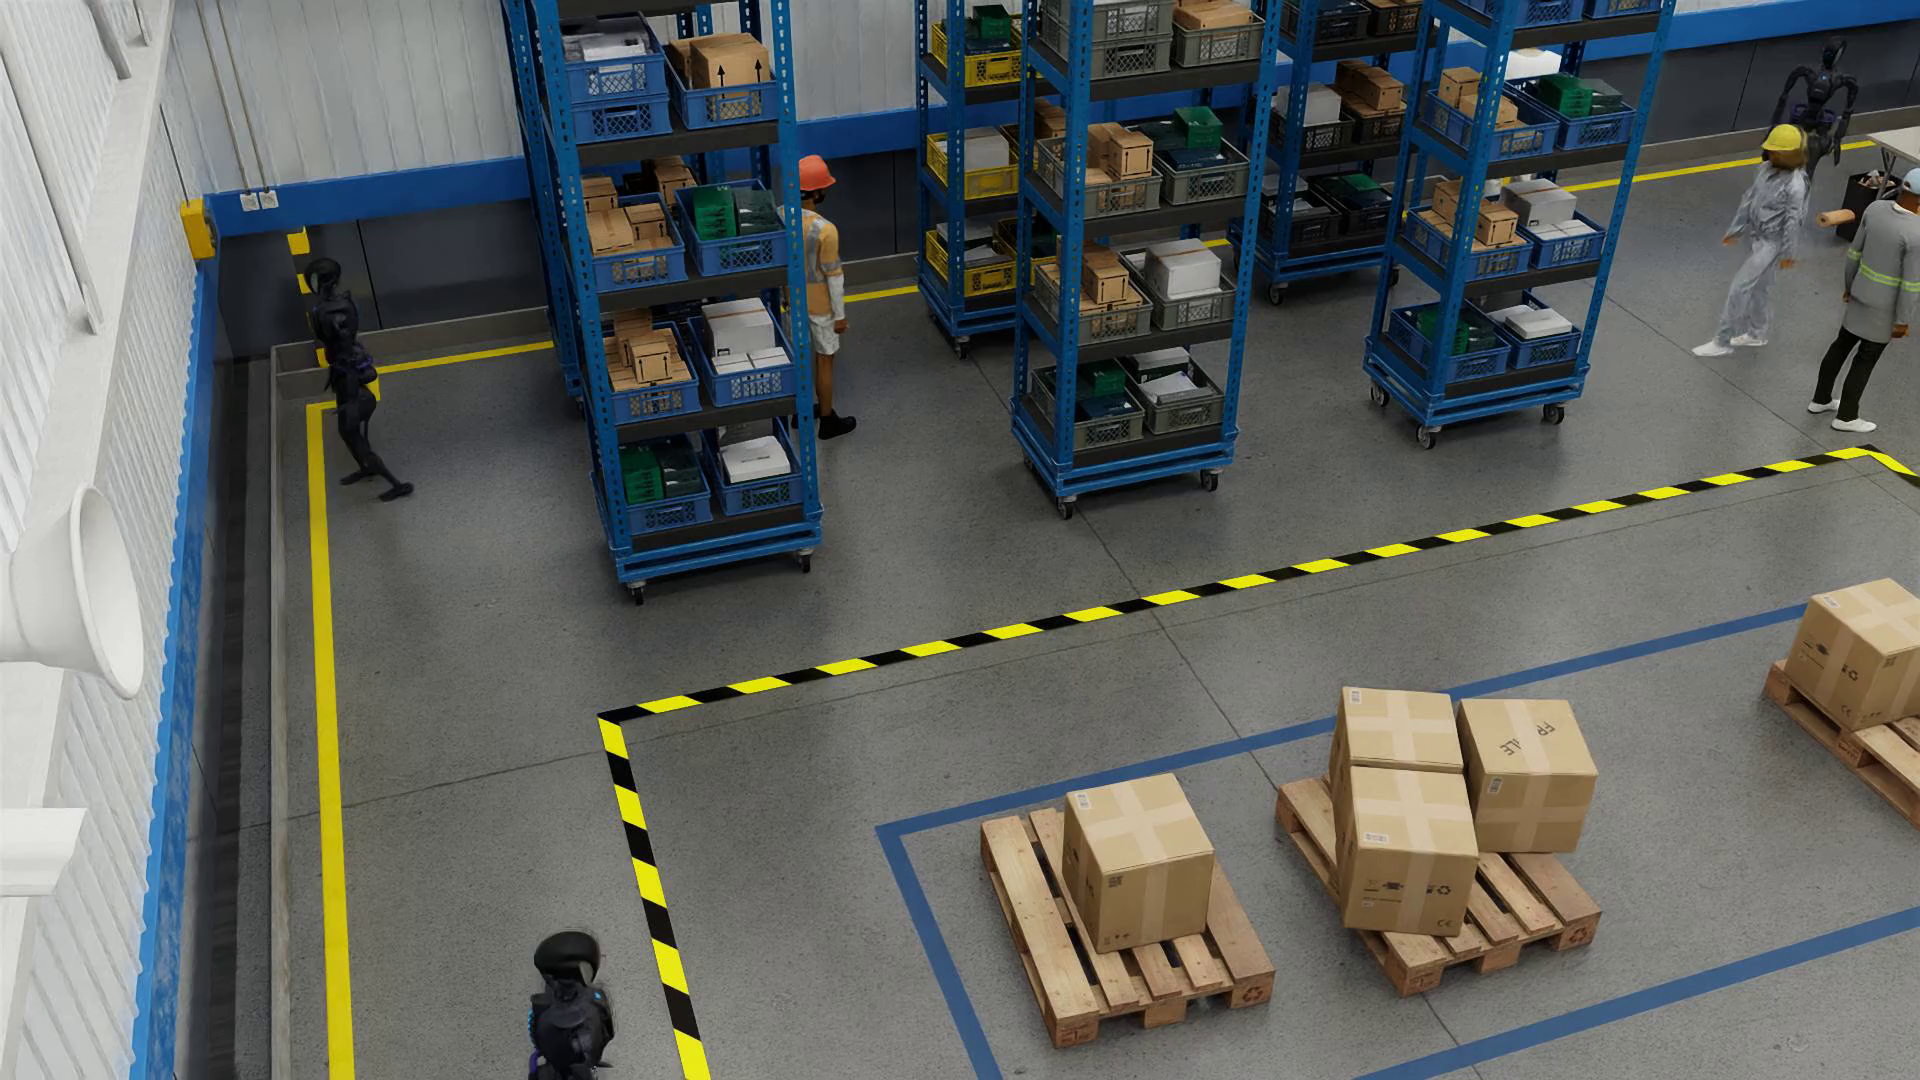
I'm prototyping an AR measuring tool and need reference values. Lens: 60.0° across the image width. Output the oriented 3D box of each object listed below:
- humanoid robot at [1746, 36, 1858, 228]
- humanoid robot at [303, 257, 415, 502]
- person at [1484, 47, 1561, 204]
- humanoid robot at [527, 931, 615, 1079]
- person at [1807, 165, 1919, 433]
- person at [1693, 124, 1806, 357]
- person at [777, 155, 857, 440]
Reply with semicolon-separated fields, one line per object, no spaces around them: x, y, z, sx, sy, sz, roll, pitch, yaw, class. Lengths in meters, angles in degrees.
6.902;-3.328;13.555;0.612;1.630;0.420;20;40;26;humanoid robot
-3.753;-0.984;10.255;0.410;1.646;0.588;-20;40;-26;humanoid robot
4.449;-3.290;13.355;0.563;1.841;0.395;-1;35;-1;person
-1.413;2.047;5.936;0.455;1.647;0.617;-14;38;-19;humanoid robot
6.050;-1.583;10.926;0.384;1.851;0.596;-8;36;-11;person
5.620;-2.113;11.792;0.723;1.715;0.478;-1;35;-2;person
-0.947;-1.577;10.845;0.548;1.935;0.374;26;42;31;person
